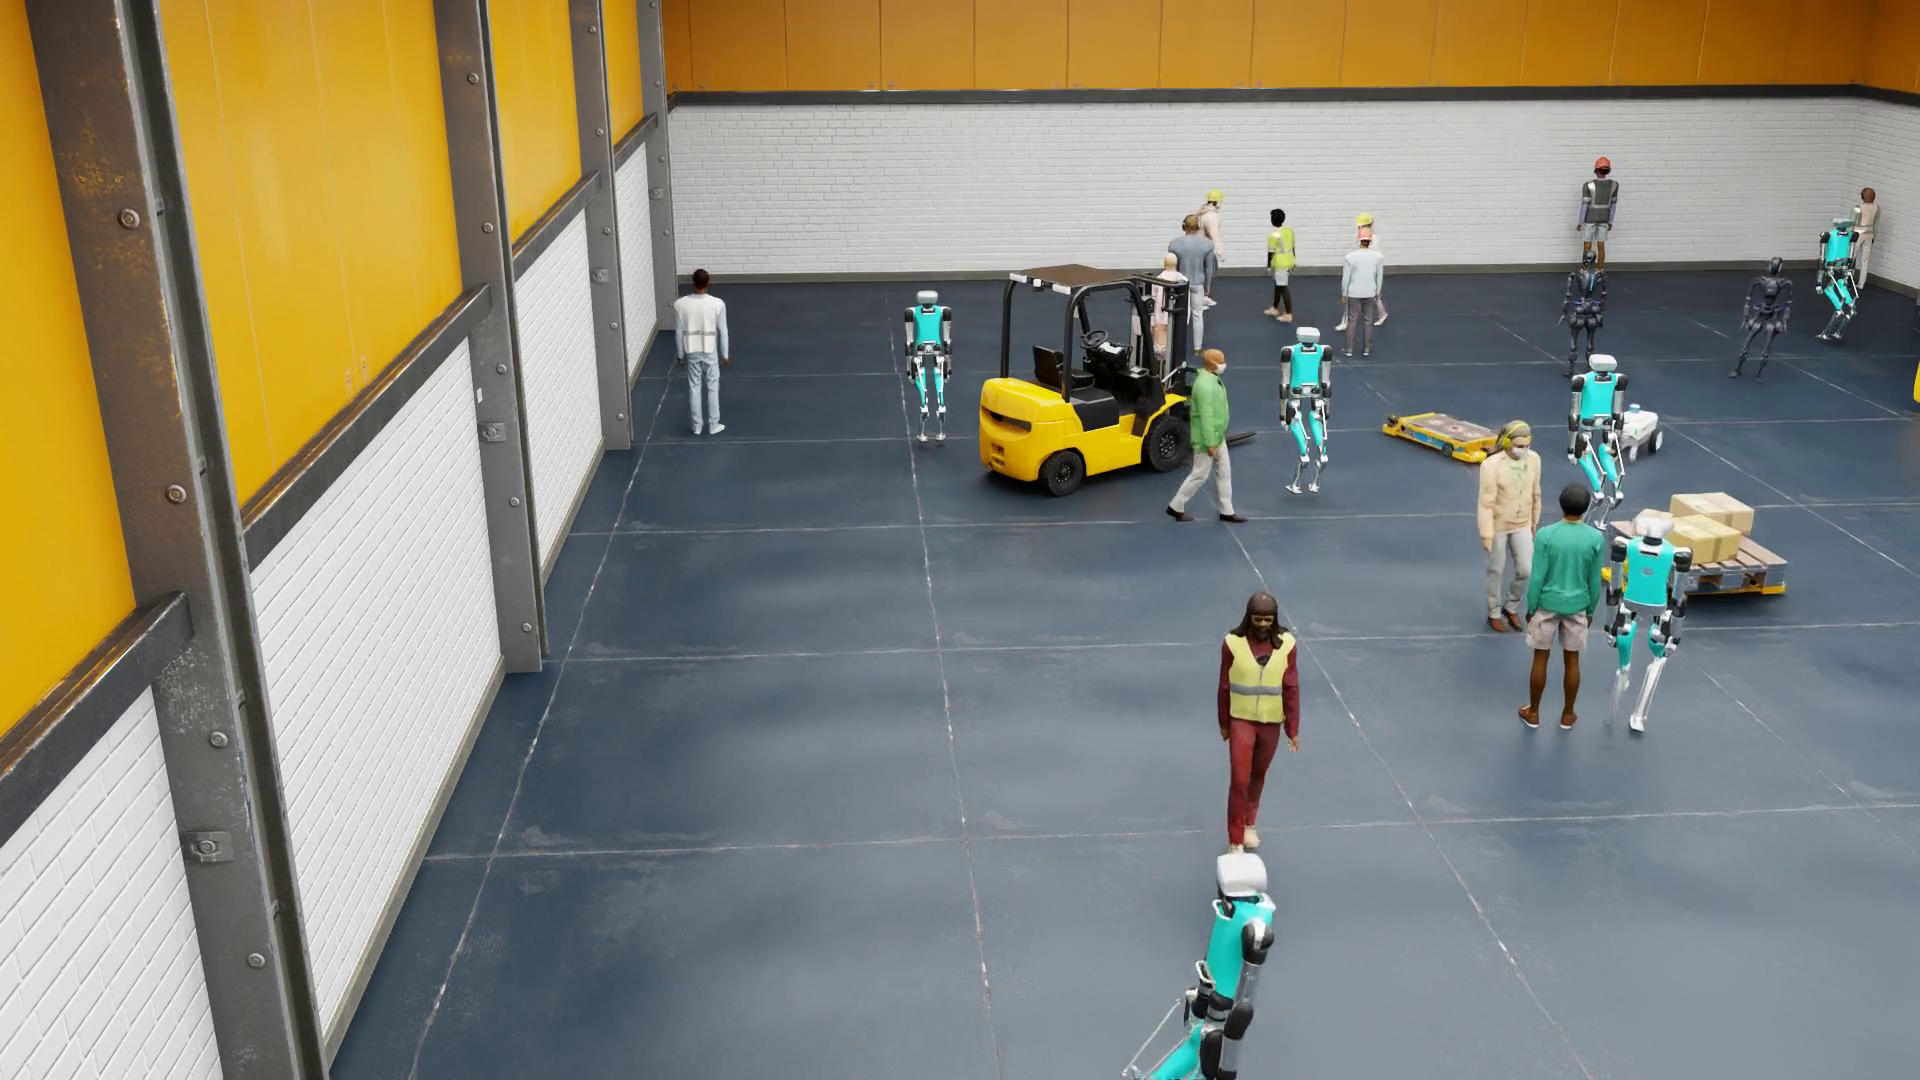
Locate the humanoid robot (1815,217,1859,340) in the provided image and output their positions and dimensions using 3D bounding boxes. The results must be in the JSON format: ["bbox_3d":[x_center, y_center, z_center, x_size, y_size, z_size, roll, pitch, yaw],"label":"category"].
[{"bbox_3d":[12.250,-3.593,23.093,0.533,1.677,0.735,-1,20,-4],"label":"humanoid robot"}]

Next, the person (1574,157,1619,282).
[{"bbox_3d":[10.492,-5.283,27.452,0.605,2.044,0.370,-1,20,-4],"label":"person"}]

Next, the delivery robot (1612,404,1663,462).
[{"bbox_3d":[7.483,-1.215,18.513,0.499,0.589,0.784,16,25,36],"label":"delivery robot"}]

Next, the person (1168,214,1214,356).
[{"bbox_3d":[3.113,-3.457,22.627,0.628,1.940,0.373,-1,20,-4],"label":"person"}]

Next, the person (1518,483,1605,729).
[{"bbox_3d":[4.340,0.492,11.996,0.505,1.847,0.379,3,20,9],"label":"person"}]

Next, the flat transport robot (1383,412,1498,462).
[{"bbox_3d":[5.531,-1.176,18.831,0.659,0.231,1.431,-11,23,-27],"label":"flat transport robot"}]

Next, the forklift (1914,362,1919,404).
[{"bbox_3d":[12.602,-2.435,19.475,2.313,2.155,1.214,-1,20,-4],"label":"forklift"}]

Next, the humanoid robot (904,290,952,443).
[{"bbox_3d":[-0.335,-1.884,18.435,0.533,1.677,0.735,-1,20,-4],"label":"humanoid robot"}]

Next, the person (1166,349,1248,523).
[{"bbox_3d":[2.425,-1.000,16.189,0.780,1.758,0.557,7,21,19],"label":"person"}]

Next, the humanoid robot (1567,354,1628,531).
[{"bbox_3d":[6.049,-0.862,15.651,0.533,1.677,0.735,-1,20,-4],"label":"humanoid robot"}]

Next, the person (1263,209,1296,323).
[{"bbox_3d":[4.722,-4.087,24.728,0.704,1.656,0.532,18,26,39],"label":"person"}]

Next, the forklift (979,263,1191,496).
[{"bbox_3d":[1.315,-1.764,17.646,2.313,2.155,1.214,-14,24,-33],"label":"forklift"}]

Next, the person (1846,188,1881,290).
[{"bbox_3d":[14.557,-4.861,26.880,0.510,1.640,0.306,-1,20,-4],"label":"person"}]

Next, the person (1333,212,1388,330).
[{"bbox_3d":[5.916,-3.917,24.196,0.876,1.718,0.524,-11,23,-28],"label":"person"}]

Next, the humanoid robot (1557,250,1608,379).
[{"bbox_3d":[8.069,-2.926,21.536,0.599,1.657,0.315,-1,20,-4],"label":"humanoid robot"}]

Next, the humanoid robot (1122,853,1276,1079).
[{"bbox_3d":[0.951,2.244,7.396,0.818,1.786,0.578,-2,20,-5],"label":"humanoid robot"}]

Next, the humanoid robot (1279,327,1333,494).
[{"bbox_3d":[3.514,-1.256,16.725,0.533,1.677,0.735,-1,20,-4],"label":"humanoid robot"}]

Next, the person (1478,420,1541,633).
[{"bbox_3d":[4.490,-0.105,13.613,0.585,1.853,0.454,-4,20,-9],"label":"person"}]

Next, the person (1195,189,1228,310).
[{"bbox_3d":[3.809,-4.444,25.456,0.612,1.839,0.888,-3,20,-9],"label":"person"}]

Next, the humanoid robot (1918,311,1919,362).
[{"bbox_3d":[13.126,-3.154,22.158,0.599,1.657,0.315,-1,20,-4],"label":"humanoid robot"}]

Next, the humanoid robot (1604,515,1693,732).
[{"bbox_3d":[4.902,0.647,11.901,0.530,1.869,0.796,12,23,29],"label":"humanoid robot"}]

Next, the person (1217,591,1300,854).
[{"bbox_3d":[1.856,1.176,10.273,0.485,1.745,0.716,-1,20,-3],"label":"person"}]

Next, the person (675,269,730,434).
[{"bbox_3d":[-2.971,-2.153,19.148,0.614,1.908,0.377,1,20,2],"label":"person"}]

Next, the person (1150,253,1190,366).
[{"bbox_3d":[2.610,-2.681,20.732,0.519,1.784,0.402,-1,20,-4],"label":"person"}]

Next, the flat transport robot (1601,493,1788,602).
[{"bbox_3d":[6.489,0.313,14.775,1.431,0.231,0.659,-3,20,-8],"label":"flat transport robot"}]

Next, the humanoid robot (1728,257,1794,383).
[{"bbox_3d":[10.316,-2.825,21.302,0.599,1.640,0.406,8,22,21],"label":"humanoid robot"}]

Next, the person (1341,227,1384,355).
[{"bbox_3d":[5.474,-3.393,22.717,0.558,1.751,0.324,-1,20,-4],"label":"person"}]
